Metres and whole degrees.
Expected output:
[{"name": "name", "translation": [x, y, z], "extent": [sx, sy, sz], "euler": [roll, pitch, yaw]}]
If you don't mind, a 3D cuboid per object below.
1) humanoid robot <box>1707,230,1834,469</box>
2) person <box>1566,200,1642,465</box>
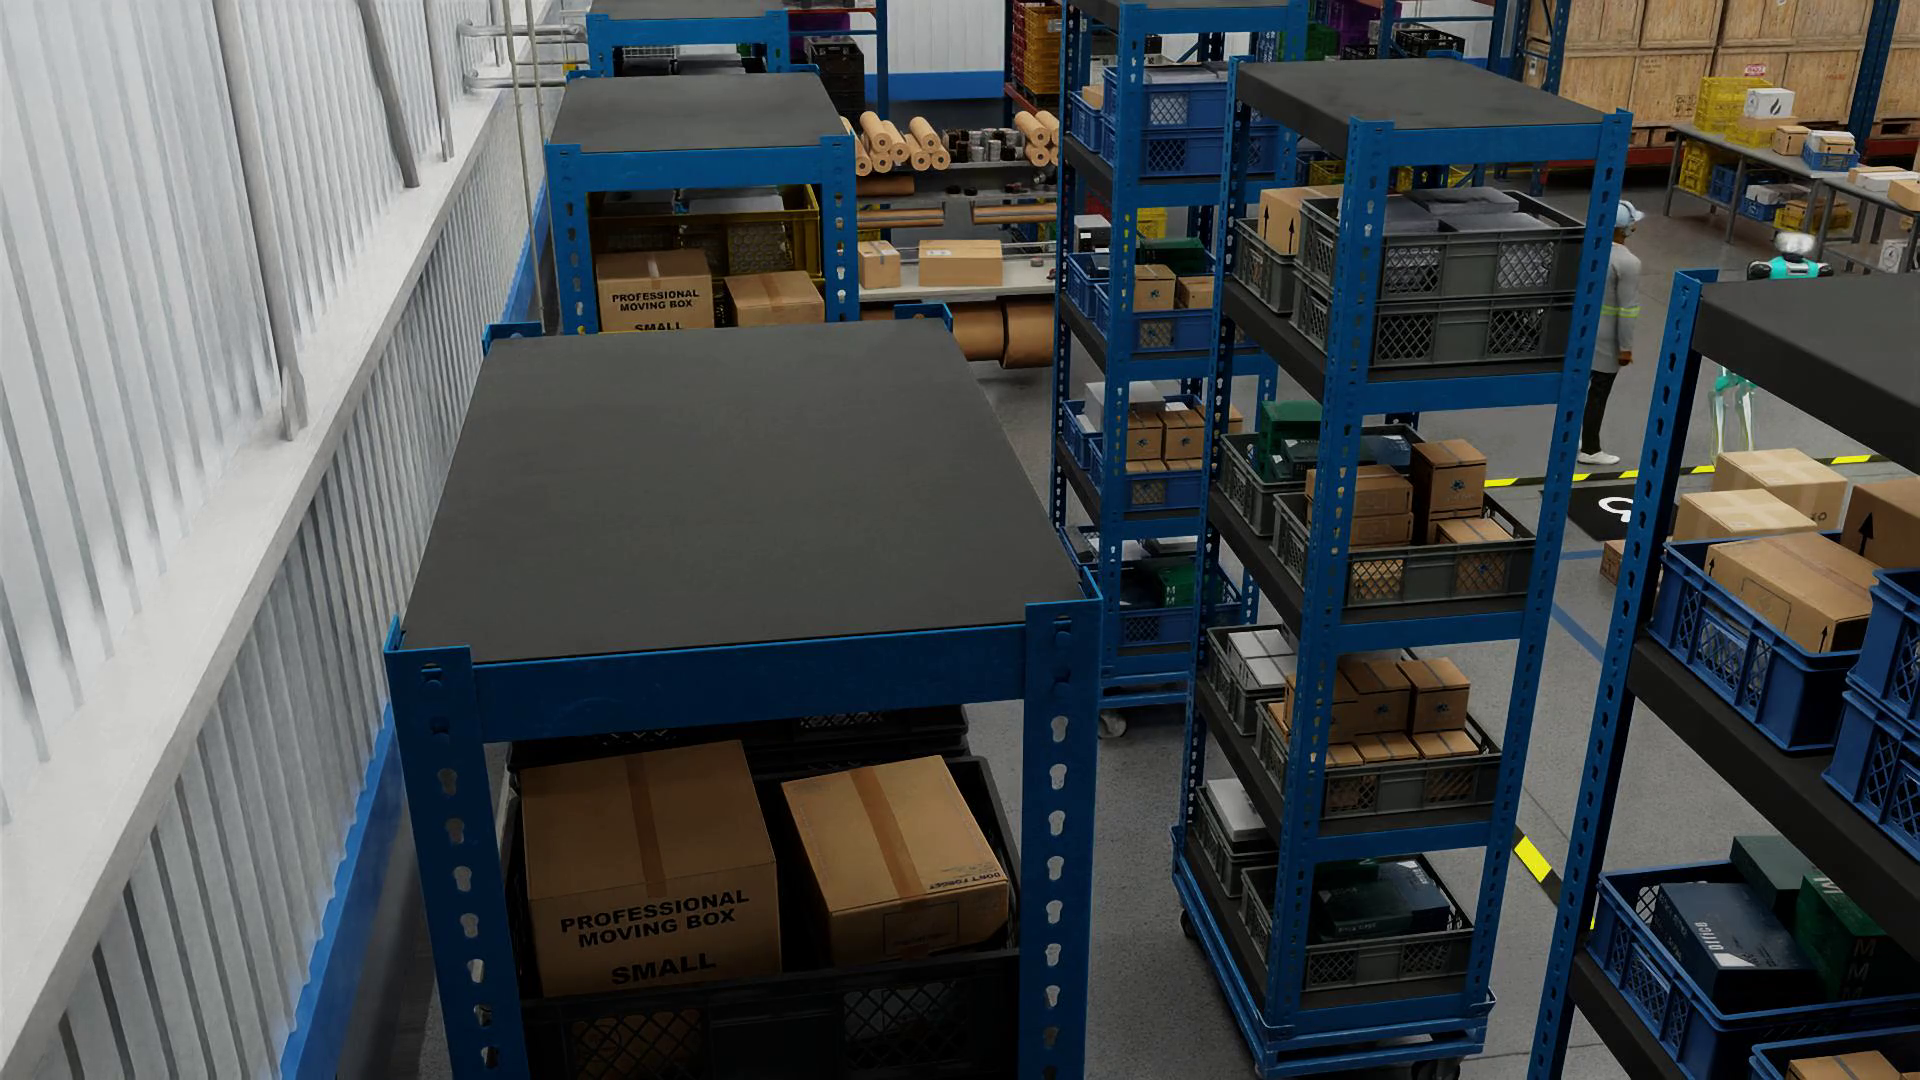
[{"name": "humanoid robot", "translation": [5.366, -1.299, 11.210], "extent": [0.533, 1.673, 0.735], "euler": [1, 25, 2]}, {"name": "person", "translation": [4.457, -1.432, 11.515], "extent": [0.360, 1.852, 0.596], "euler": [-8, 26, -17]}]
